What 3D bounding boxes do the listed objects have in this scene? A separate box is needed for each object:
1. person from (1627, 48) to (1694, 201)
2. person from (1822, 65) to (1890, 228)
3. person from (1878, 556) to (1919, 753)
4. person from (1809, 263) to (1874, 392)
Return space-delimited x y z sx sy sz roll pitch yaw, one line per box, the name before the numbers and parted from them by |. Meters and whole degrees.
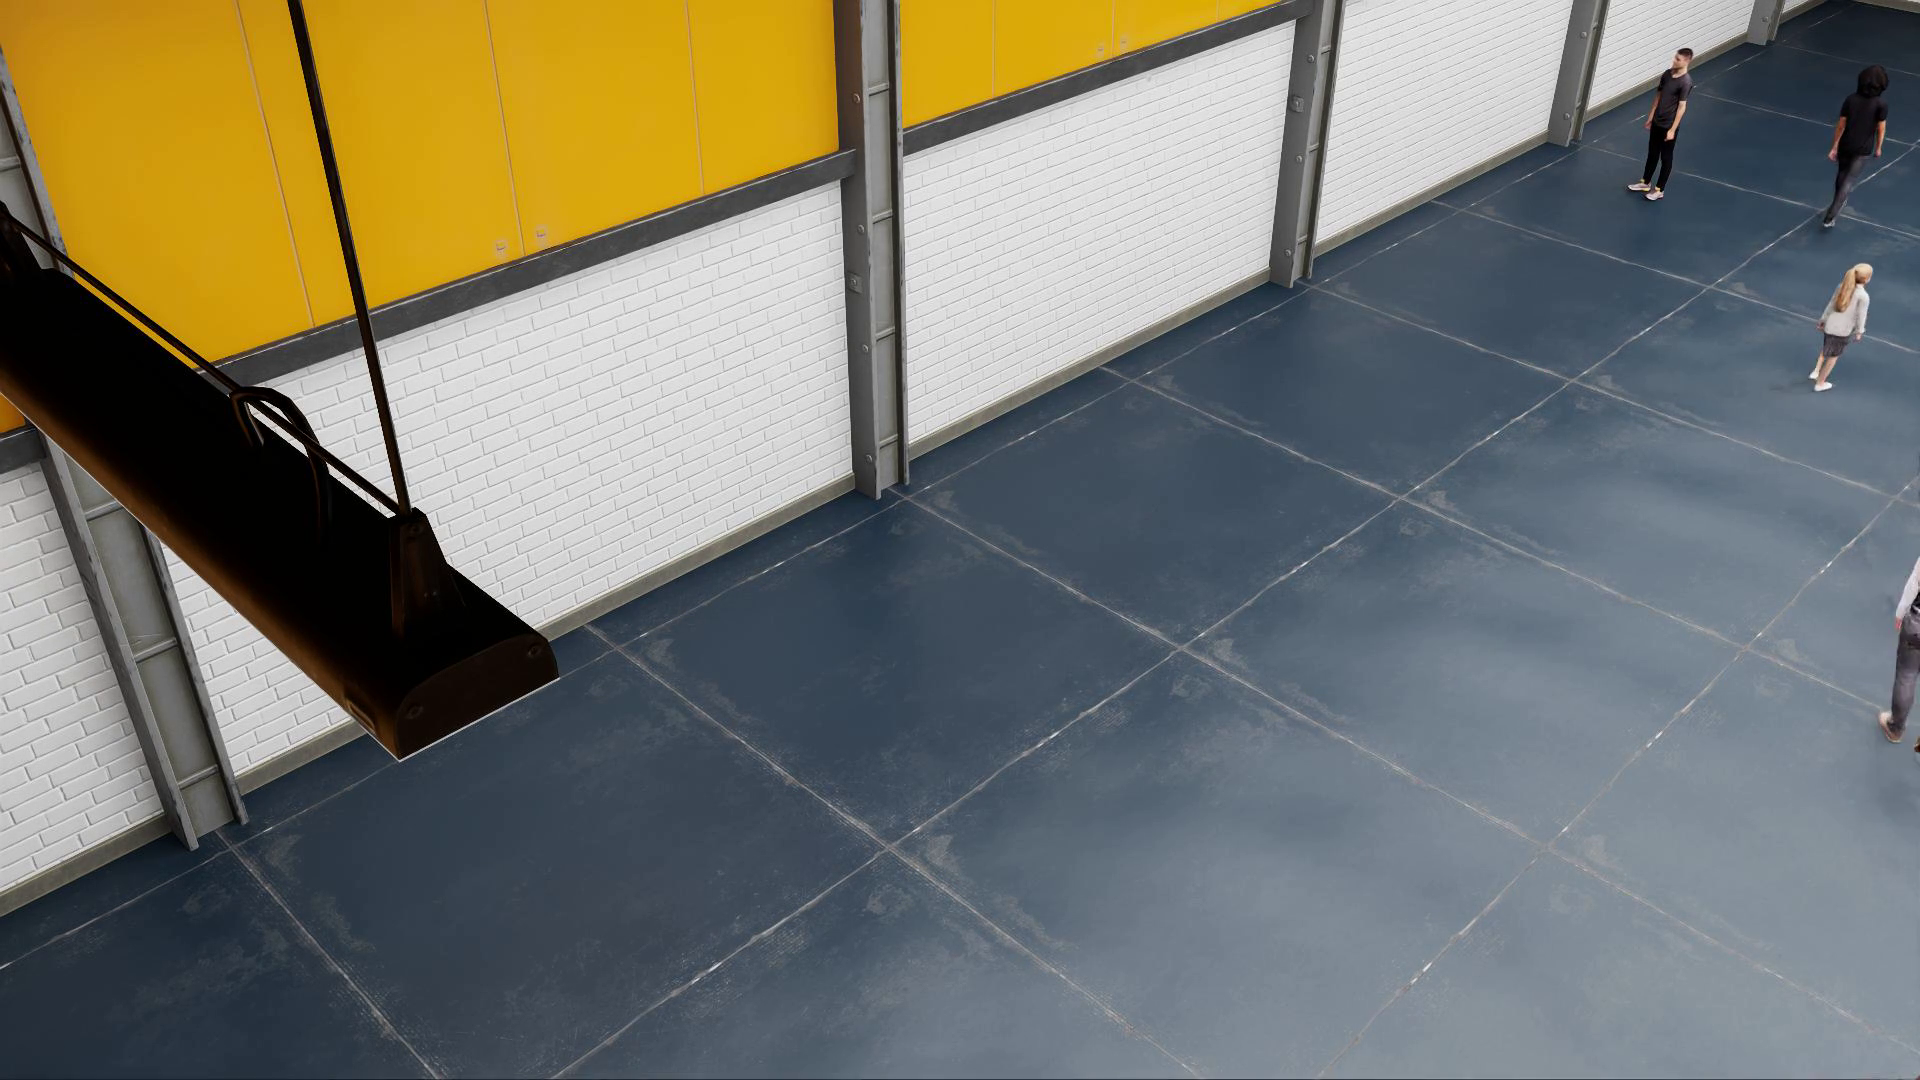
person | 8.274 -4.884 19.474 0.703 1.764 0.713 -11 35 -15
person | 10.043 -4.384 18.697 0.623 1.792 1.120 28 43 36
person | 6.496 0.625 11.042 0.889 1.923 0.988 9 35 13
person | 8.189 -1.985 15.567 0.651 1.261 0.625 -13 36 -19
